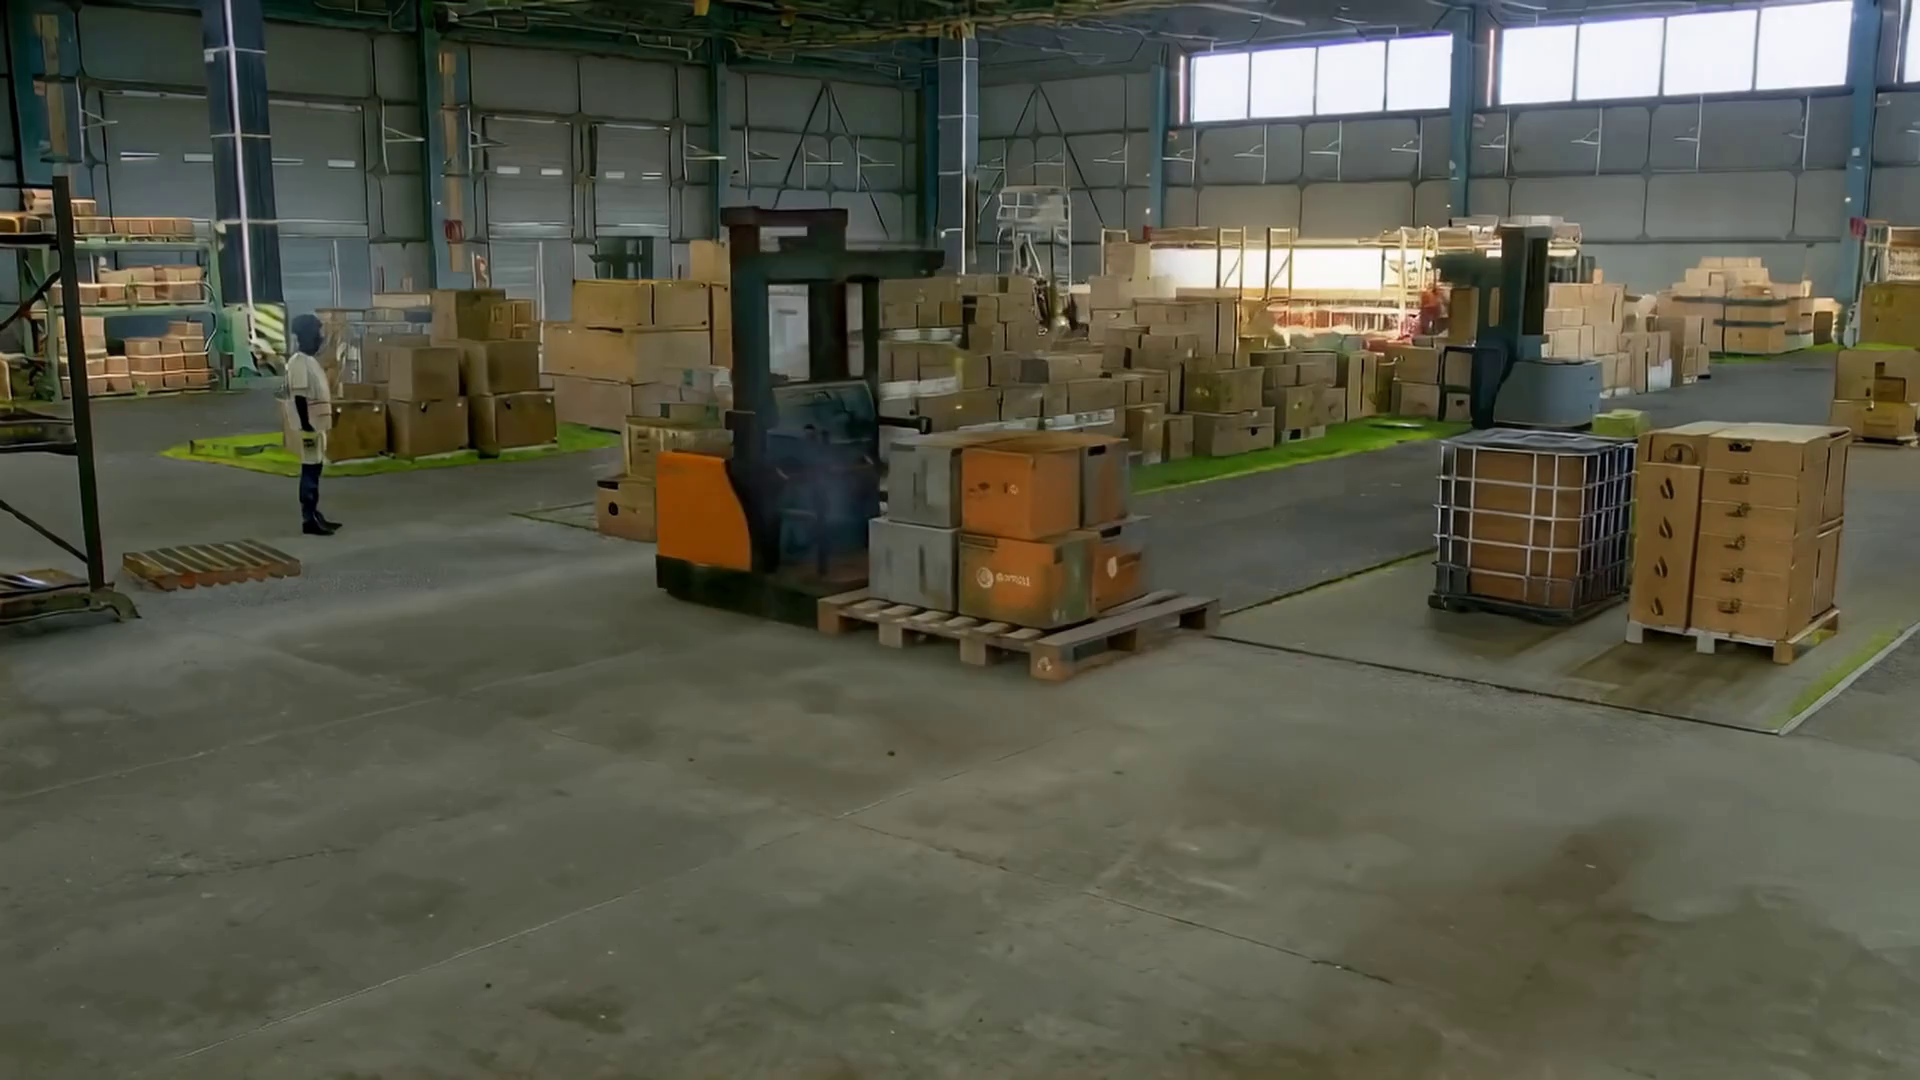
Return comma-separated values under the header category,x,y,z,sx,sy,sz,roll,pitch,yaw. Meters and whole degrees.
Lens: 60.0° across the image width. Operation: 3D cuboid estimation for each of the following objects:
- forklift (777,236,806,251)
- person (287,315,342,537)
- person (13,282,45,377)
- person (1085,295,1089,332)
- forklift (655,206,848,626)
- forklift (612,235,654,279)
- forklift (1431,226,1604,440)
category,x,y,z,sx,sy,sz,roll,pitch,yaw
forklift,-4.015,-5.887,39.913,1.873,2.768,1.129,4,11,20
person,-5.739,-1.008,14.732,0.367,1.966,0.607,-2,10,-12
person,-17.152,-3.776,30.616,0.549,1.920,0.557,3,10,18
person,2.888,-4.701,35.941,0.845,1.911,0.551,-10,14,-43
forklift,-1.220,-0.948,11.788,1.873,2.768,1.129,8,13,40
forklift,-7.300,-5.450,37.421,1.873,2.768,1.129,8,13,40
forklift,7.339,-2.688,21.696,1.873,2.768,1.129,8,13,40
